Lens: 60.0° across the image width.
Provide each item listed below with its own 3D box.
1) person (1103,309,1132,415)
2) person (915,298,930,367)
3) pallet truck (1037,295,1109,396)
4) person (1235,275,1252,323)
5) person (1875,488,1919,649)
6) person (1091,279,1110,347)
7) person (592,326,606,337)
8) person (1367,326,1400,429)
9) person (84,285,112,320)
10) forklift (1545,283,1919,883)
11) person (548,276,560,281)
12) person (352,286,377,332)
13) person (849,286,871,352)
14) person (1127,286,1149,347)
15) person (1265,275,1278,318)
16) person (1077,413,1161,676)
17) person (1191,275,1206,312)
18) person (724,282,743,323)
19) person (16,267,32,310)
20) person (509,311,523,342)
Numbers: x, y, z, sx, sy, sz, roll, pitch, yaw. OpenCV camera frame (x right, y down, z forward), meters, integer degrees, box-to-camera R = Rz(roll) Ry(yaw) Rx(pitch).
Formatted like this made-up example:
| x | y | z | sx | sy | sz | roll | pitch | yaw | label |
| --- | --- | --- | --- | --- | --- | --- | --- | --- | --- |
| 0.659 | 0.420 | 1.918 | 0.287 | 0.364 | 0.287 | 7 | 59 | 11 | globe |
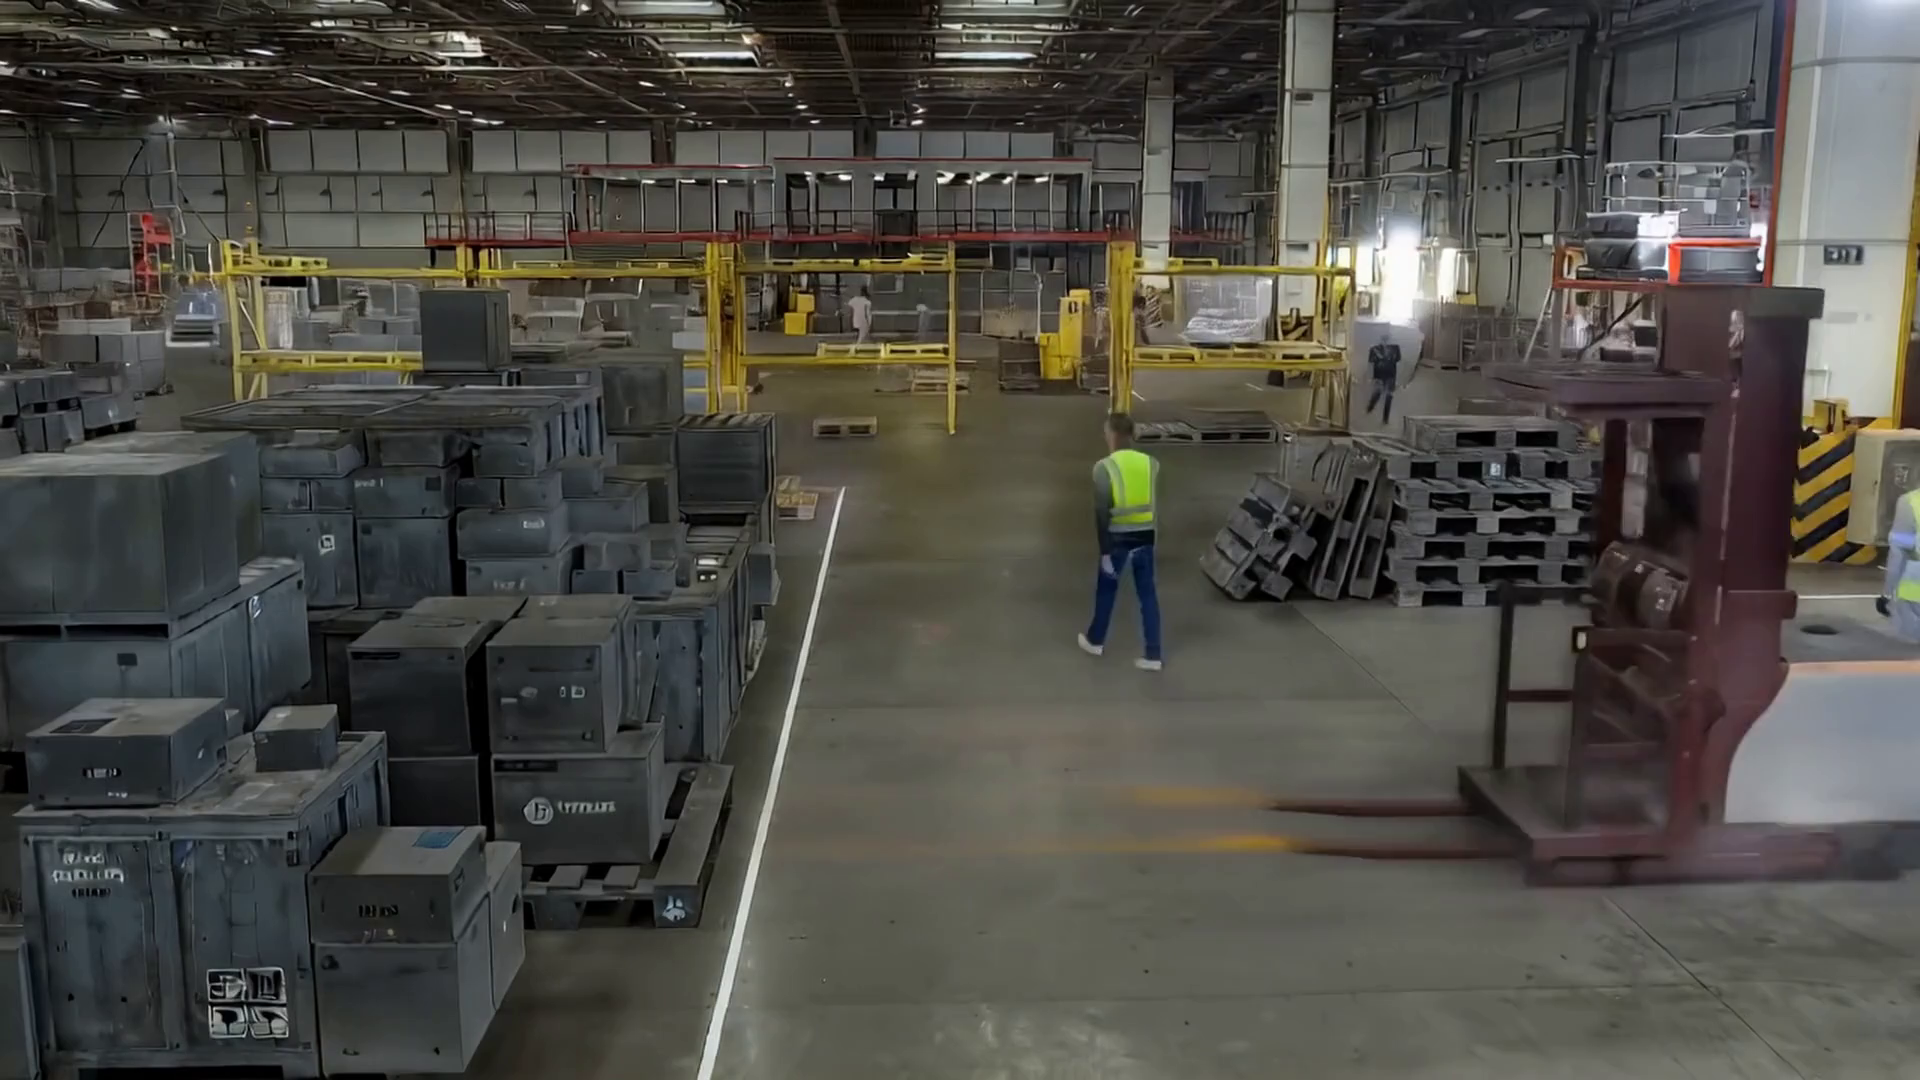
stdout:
| x | y | z | sx | sy | sz | roll | pitch | yaw | label |
| --- | --- | --- | --- | --- | --- | --- | --- | --- | --- |
| 2.748 | -3.083 | 28.885 | 0.572 | 1.904 | 0.613 | -6 | 12 | -32 | person |
| -0.918 | -4.749 | 38.619 | 0.483 | 1.723 | 0.512 | 1 | 10 | 6 | person |
| 2.483 | -3.881 | 33.060 | 1.885 | 1.965 | 0.823 | -7 | 13 | -36 | pallet truck |
| 10.502 | -8.883 | 61.407 | 0.631 | 1.824 | 0.465 | -8 | 13 | -37 | person |
| 5.821 | 0.304 | 9.929 | 0.566 | 1.936 | 0.372 | 3 | 11 | 15 | person |
| 4.071 | -6.568 | 48.166 | 0.613 | 1.945 | 0.406 | -3 | 11 | -15 | person |
| -4.871 | -1.940 | 22.511 | 0.593 | 1.908 | 0.413 | -1 | 10 | -4 | person |
| 6.883 | -2.660 | 27.138 | 0.540 | 1.682 | 0.582 | -1 | 10 | -5 | person |
| -21.402 | -5.352 | 41.337 | 0.603 | 1.976 | 0.434 | -5 | 11 | -27 | person |
| 3.707 | 0.151 | 8.138 | 1.873 | 2.768 | 1.129 | 0 | 10 | -2 | forklift |
| -16.624 | -10.110 | 68.136 | 0.630 | 1.850 | 0.776 | -8 | 13 | -38 | person |
| -15.074 | -5.486 | 42.220 | 0.581 | 1.913 | 0.756 | 0 | 10 | -1 | person |
| -2.555 | -5.446 | 42.036 | 0.637 | 1.916 | 0.848 | 6 | 12 | 30 | person |
| 4.786 | -5.957 | 45.080 | 0.648 | 1.833 | 0.435 | -4 | 11 | -23 | person |
| 11.868 | -9.208 | 63.030 | 0.596 | 1.898 | 0.859 | 0 | 10 | 2 | person |
| 1.172 | 0.016 | 11.854 | 0.561 | 1.830 | 0.955 | -5 | 11 | -26 | person |
| 10.235 | -10.749 | 71.368 | 0.620 | 1.984 | 0.412 | 2 | 10 | 14 | person |
| -6.400 | -6.321 | 46.922 | 0.551 | 1.895 | 0.635 | 5 | 11 | 25 | person |
| -39.833 | -10.660 | 70.760 | 0.624 | 2.030 | 0.471 | -5 | 11 | -25 | person |
| -7.805 | -3.031 | 28.766 | 0.528 | 1.843 | 0.518 | -2 | 10 | -12 | person |
